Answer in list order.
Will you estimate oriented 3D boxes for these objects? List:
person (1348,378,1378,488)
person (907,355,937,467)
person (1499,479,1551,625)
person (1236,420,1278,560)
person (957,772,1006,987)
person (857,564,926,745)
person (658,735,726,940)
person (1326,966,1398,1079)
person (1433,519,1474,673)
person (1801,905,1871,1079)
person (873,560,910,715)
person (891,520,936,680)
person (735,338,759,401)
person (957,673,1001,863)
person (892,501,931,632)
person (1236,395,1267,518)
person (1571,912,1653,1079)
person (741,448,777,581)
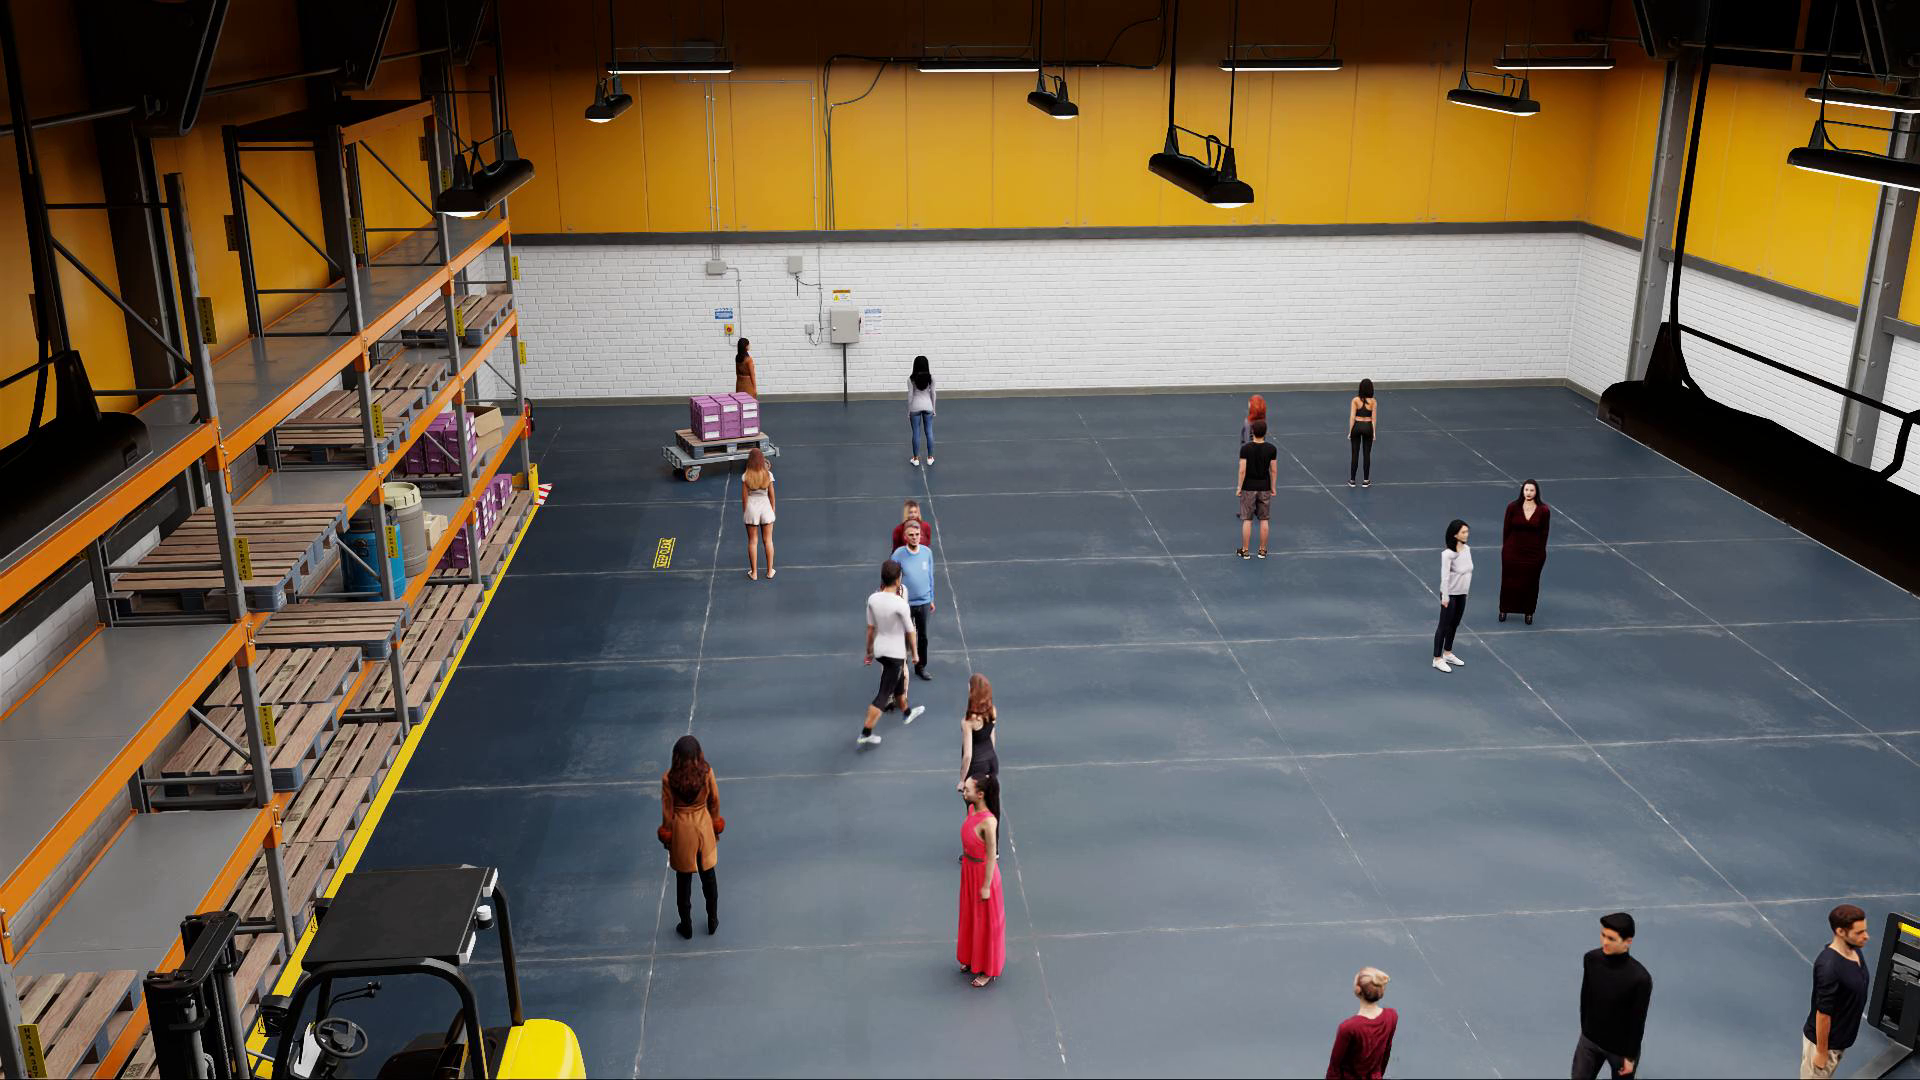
[{"bbox_3d":[6.006,-1.611,24.847,0.608,1.643,0.590,4,19,13],"label":"person"},{"bbox_3d":[-0.596,-2.024,25.930,0.620,1.736,0.547,-3,19,-10],"label":"person"},{"bbox_3d":[6.613,0.127,19.509,0.754,1.757,0.742,6,20,17],"label":"person"},{"bbox_3d":[3.865,-0.670,21.711,0.681,1.861,0.577,-1,19,-2],"label":"person"},{"bbox_3d":[0.149,2.524,12.437,0.743,1.726,0.609,-8,20,-22],"label":"person"},{"bbox_3d":[-0.741,1.163,16.353,1.233,1.807,1.234,16,24,39],"label":"person"},{"bbox_3d":[-2.101,2.319,13.057,0.741,1.720,0.678,-6,20,-18],"label":"person"},{"bbox_3d":[2.435,3.358,10.029,0.765,1.683,0.807,-10,21,-27],"label":"person"},{"bbox_3d":[5.405,0.585,18.236,0.711,1.701,0.753,-17,25,-41],"label":"person"},{"bbox_3d":[5.457,3.116,10.474,0.748,1.859,0.701,16,25,40],"label":"person"},{"bbox_3d":[-0.703,0.989,17.117,0.635,1.649,0.651,-12,22,-31],"label":"person"},{"bbox_3d":[-0.507,0.640,17.891,0.720,1.817,0.666,-7,20,-21],"label":"person"},{"bbox_3d":[-3.531,-2.500,27.414,0.632,1.690,0.694,15,24,38],"label":"person"},{"bbox_3d":[0.182,1.948,14.117,0.718,1.747,0.660,15,24,38],"label":"person"},{"bbox_3d":[-0.573,0.303,19.222,0.801,1.606,1.110,-7,20,-20],"label":"person"},{"bbox_3d":[4.115,-1.174,23.336,0.659,1.779,0.679,-14,23,-36],"label":"person"},{"bbox_3d":[4.207,3.153,10.630,1.084,1.688,1.123,-14,23,-35],"label":"person"},{"bbox_3d":[-2.546,-0.338,20.984,0.588,1.696,0.566,-4,19,-11],"label":"person"}]
